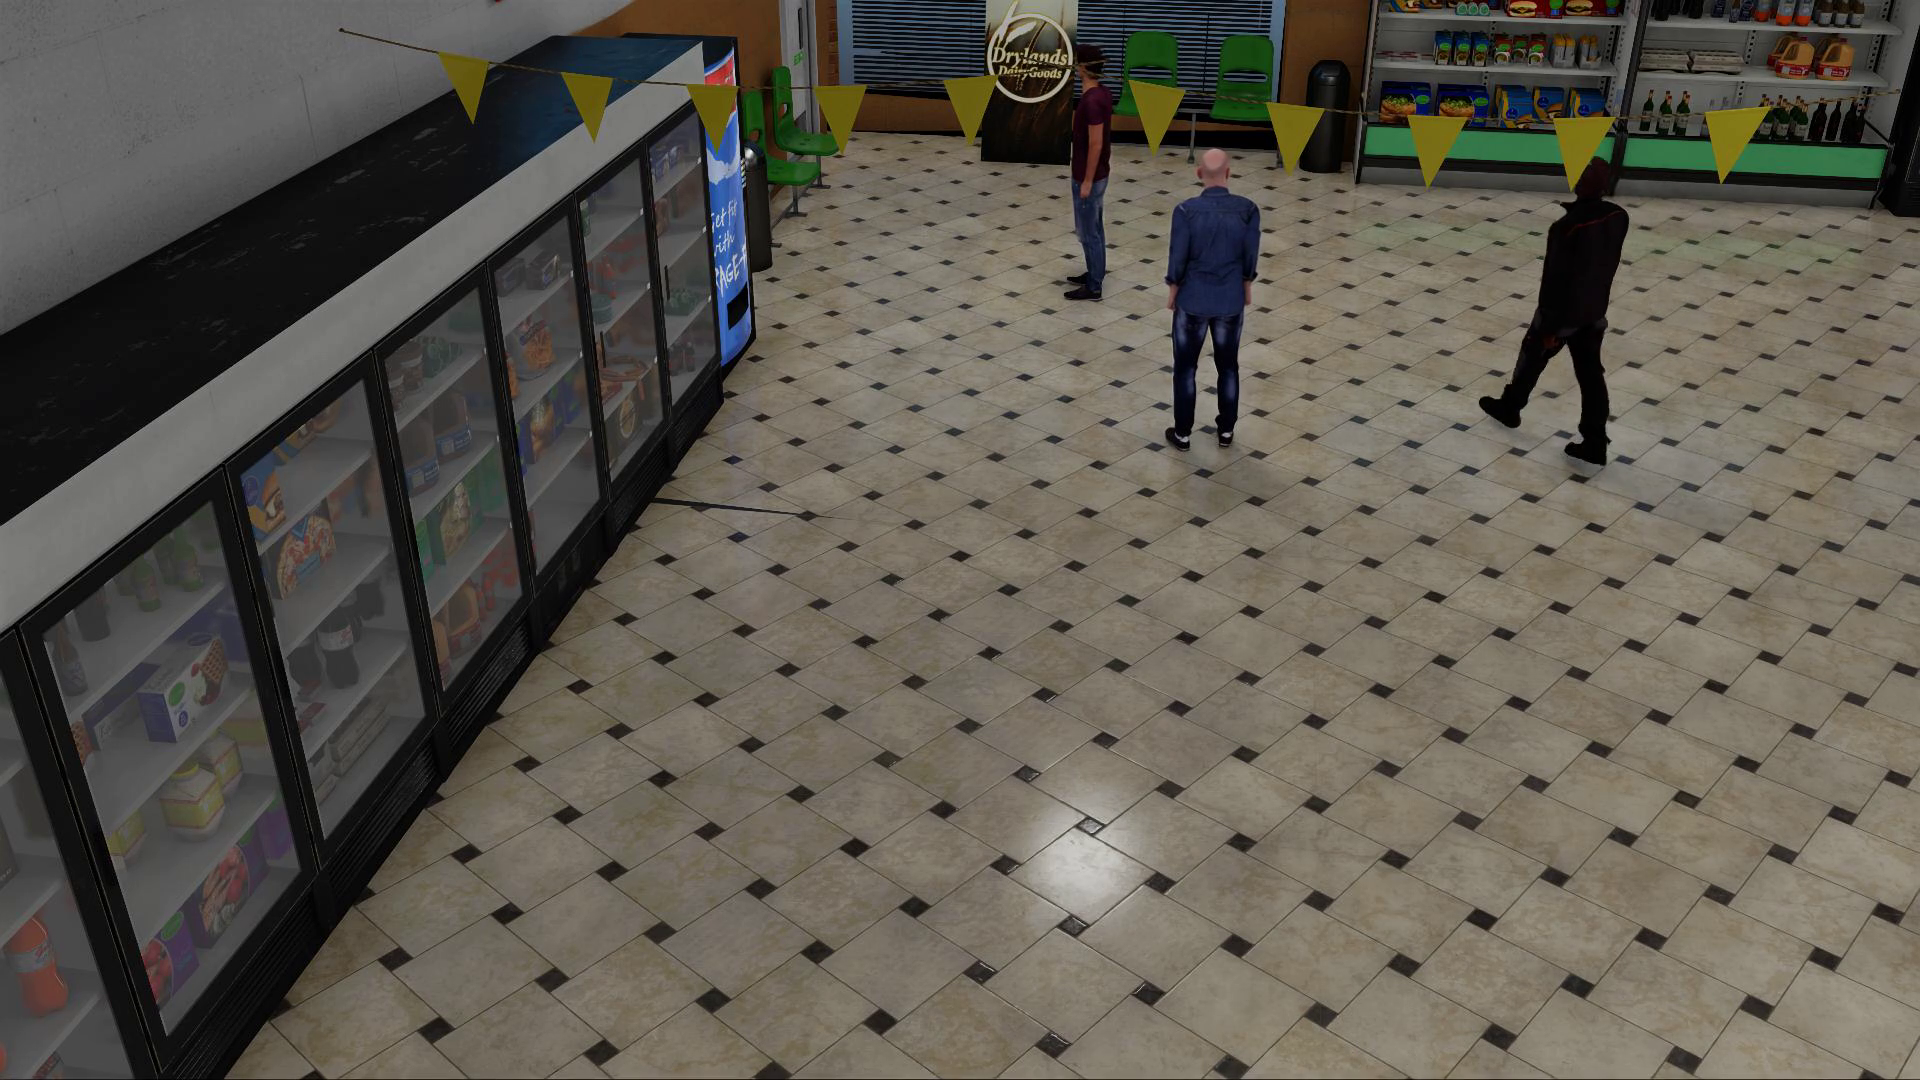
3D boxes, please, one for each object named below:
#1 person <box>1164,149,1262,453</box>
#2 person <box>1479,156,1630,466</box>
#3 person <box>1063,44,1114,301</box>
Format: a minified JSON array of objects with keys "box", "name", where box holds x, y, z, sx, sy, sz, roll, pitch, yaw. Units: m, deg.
[{"box":[1.474,-1.400,9.828,0.642,1.826,0.839,-3,29,-6],"name":"person"},{"box":[3.638,-1.286,9.668,1.291,1.778,1.192,-11,30,-19],"name":"person"},{"box":[0.954,-2.685,12.157,0.513,1.849,0.657,4,29,8],"name":"person"}]
